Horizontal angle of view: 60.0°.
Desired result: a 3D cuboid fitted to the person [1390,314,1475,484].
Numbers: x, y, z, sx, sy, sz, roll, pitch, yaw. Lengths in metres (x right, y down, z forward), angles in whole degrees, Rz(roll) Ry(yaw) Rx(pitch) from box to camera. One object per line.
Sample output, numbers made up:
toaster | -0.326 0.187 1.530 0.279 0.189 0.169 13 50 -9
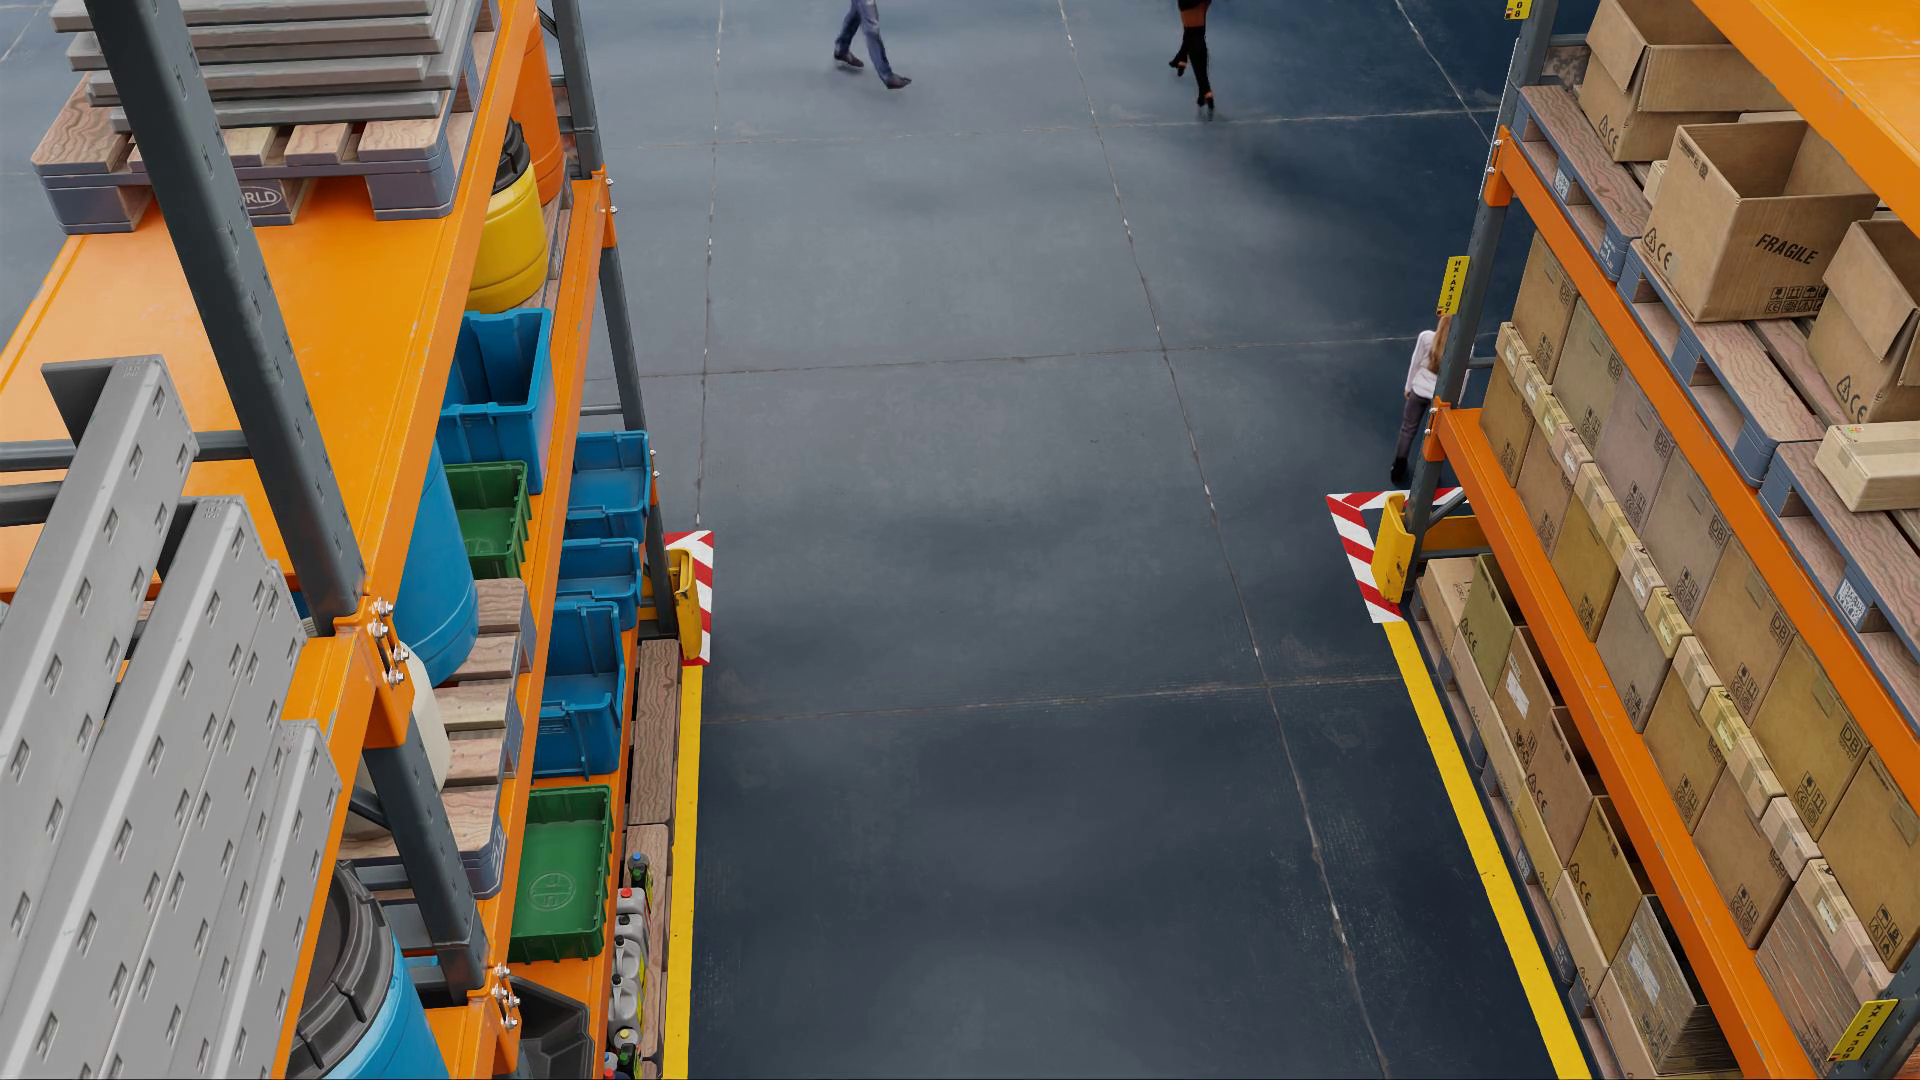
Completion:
person | 2.696 -0.839 9.499 0.557 1.277 0.594 14 44 15

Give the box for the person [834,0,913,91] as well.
person | -0.835 -4.504 13.150 1.195 1.795 1.189 25 48 25

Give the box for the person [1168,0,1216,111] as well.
person | 1.876 -4.206 12.811 0.860 1.808 1.213 -13 44 -14
